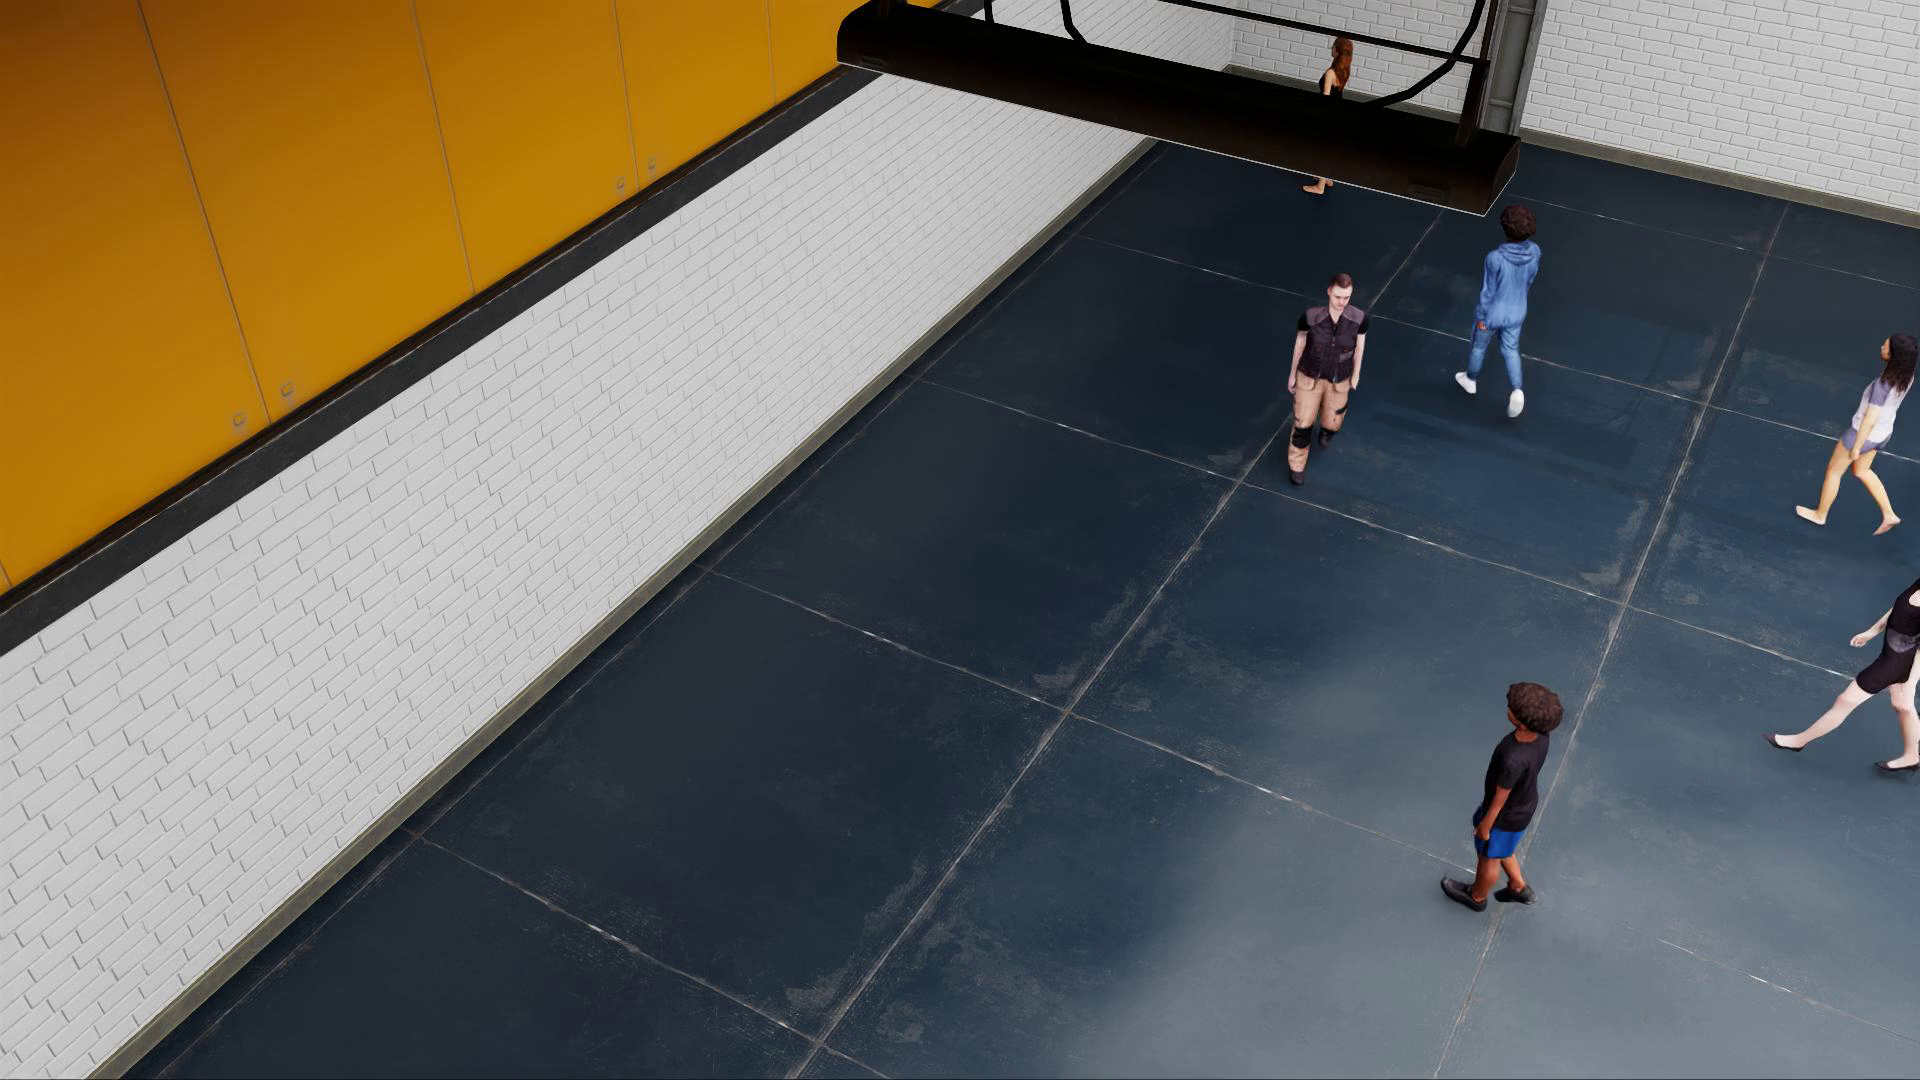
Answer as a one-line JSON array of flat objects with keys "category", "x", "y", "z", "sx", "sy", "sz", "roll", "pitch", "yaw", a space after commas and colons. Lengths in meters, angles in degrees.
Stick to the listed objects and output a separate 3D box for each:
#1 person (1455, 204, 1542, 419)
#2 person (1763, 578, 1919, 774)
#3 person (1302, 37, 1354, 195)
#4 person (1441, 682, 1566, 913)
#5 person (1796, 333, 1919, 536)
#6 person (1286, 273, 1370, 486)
[{"category": "person", "x": 4.457, "y": -1.844, "z": 13.524, "sx": 1.112, "sy": 1.787, "sz": 1.128, "roll": -7, "pitch": 39, "yaw": -8}, {"category": "person", "x": 5.852, "y": 0.790, "z": 10.232, "sx": 1.192, "sy": 1.779, "sz": 0.686, "roll": 15, "pitch": 41, "yaw": 18}, {"category": "person", "x": 3.724, "y": -4.265, "z": 16.687, "sx": 0.604, "sy": 1.625, "sz": 0.595, "roll": 26, "pitch": 46, "yaw": 29}, {"category": "person", "x": 3.145, "y": 1.511, "z": 9.320, "sx": 0.791, "sy": 1.792, "sz": 0.665, "roll": 25, "pitch": 45, "yaw": 28}, {"category": "person", "x": 6.734, "y": -0.732, "z": 12.191, "sx": 0.821, "sy": 1.714, "sz": 1.018, "roll": -25, "pitch": 45, "yaw": -28}, {"category": "person", "x": 2.809, "y": -1.317, "z": 12.840, "sx": 0.965, "sy": 1.819, "sz": 0.958, "roll": 6, "pitch": 39, "yaw": 8}]
